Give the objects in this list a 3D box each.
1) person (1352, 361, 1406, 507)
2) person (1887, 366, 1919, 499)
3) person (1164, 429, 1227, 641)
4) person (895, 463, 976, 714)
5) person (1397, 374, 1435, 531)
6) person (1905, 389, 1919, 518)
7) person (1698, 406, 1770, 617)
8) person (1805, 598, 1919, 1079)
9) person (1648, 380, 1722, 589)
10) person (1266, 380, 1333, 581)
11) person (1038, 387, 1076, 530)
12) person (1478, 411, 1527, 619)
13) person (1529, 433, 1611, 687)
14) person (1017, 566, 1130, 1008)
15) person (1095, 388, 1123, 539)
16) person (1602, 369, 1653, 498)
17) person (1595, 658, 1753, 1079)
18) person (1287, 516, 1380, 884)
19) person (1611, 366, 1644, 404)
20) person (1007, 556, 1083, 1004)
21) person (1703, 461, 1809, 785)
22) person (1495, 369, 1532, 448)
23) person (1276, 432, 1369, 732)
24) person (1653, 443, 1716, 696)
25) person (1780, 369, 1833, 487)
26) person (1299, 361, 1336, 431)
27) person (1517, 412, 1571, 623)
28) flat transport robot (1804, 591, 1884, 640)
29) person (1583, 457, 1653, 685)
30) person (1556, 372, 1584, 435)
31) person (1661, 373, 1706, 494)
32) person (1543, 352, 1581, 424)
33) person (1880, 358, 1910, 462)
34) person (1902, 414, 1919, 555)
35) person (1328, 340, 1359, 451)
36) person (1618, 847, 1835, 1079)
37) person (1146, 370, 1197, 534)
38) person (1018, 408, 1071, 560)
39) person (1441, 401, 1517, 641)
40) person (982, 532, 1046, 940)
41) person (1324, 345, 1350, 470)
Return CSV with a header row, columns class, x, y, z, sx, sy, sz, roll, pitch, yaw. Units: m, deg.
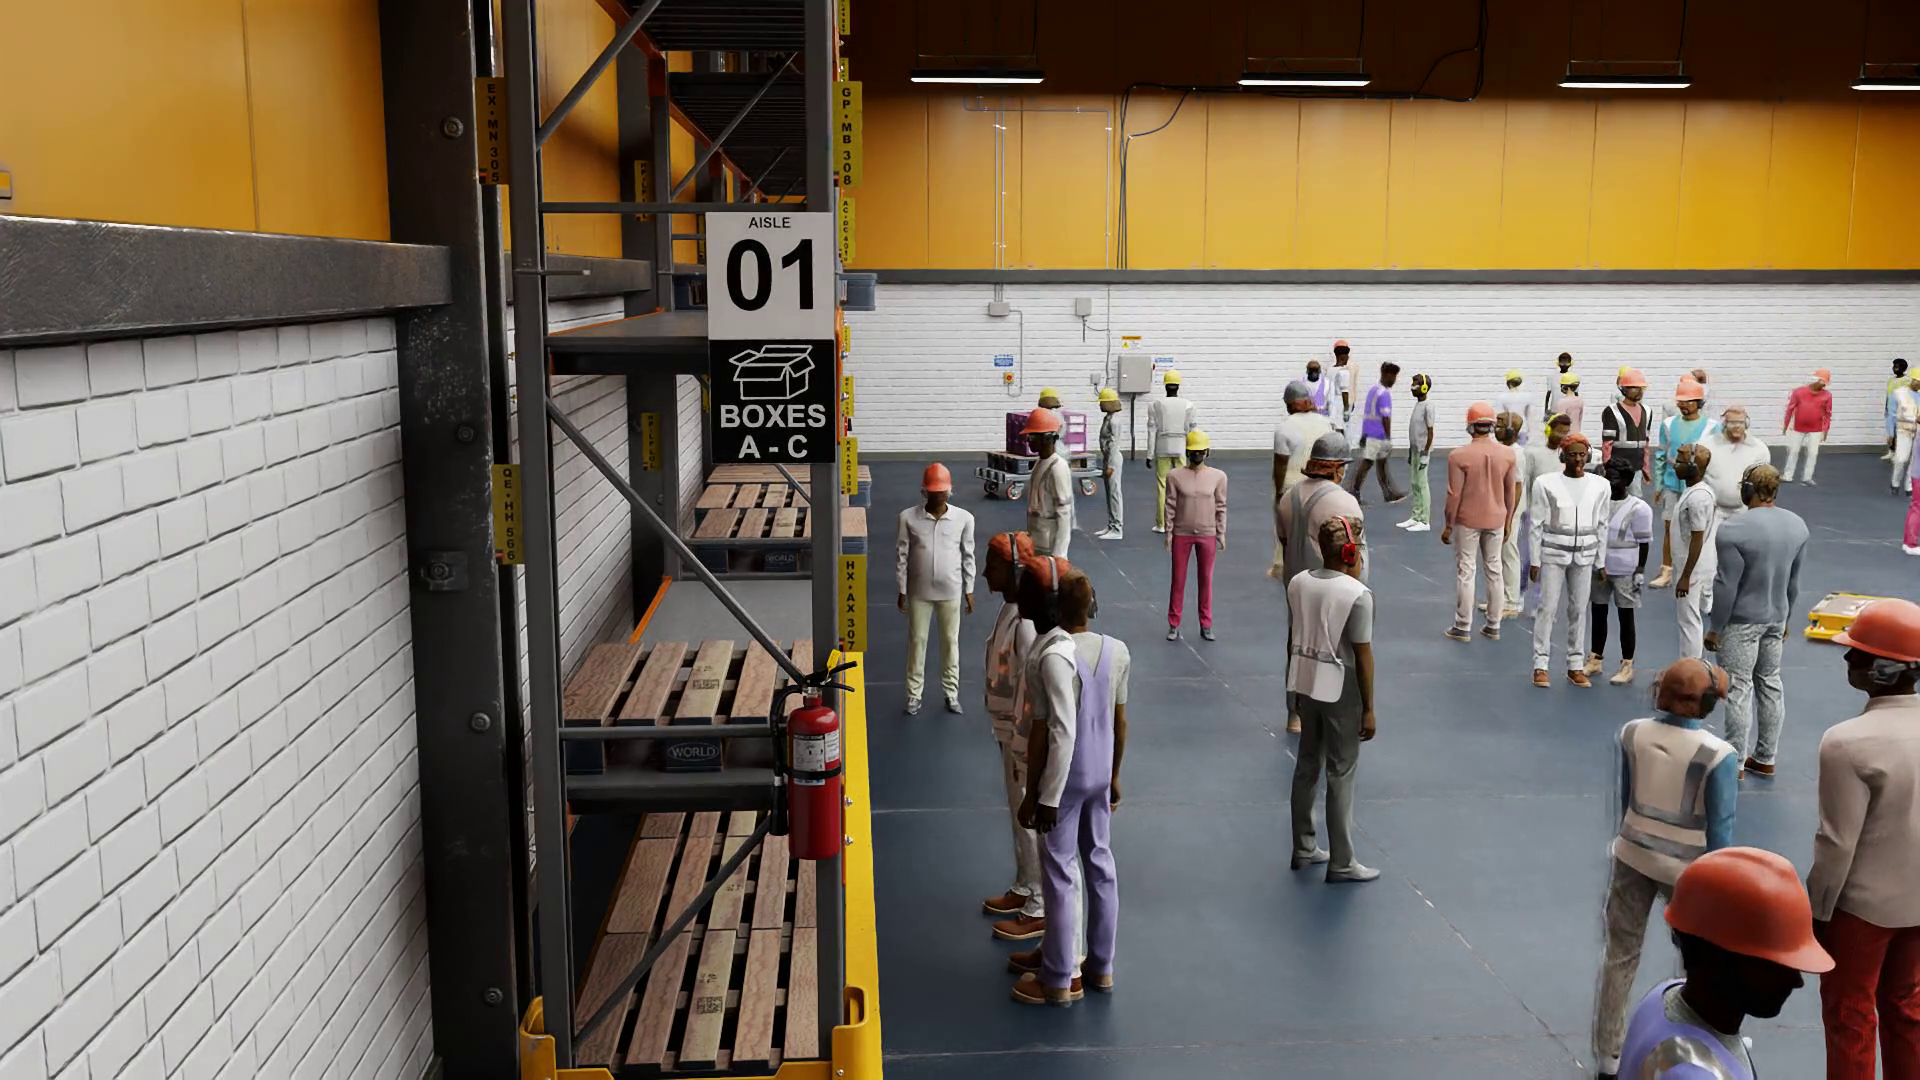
class,x,y,z,sx,sy,sz,roll,pitch,yaw
person,5.520,-1.394,21.920,0.702,1.946,0.702,0,9,-2
person,12.912,-1.451,22.534,0.582,1.805,0.446,2,9,15
person,1.951,-0.037,13.807,0.523,1.769,0.314,0,9,3
person,-0.170,0.337,11.505,0.563,1.749,0.334,-1,9,-3
person,5.449,-1.036,19.776,0.328,1.867,0.513,-1,9,-6
person,11.870,-1.093,20.437,0.315,1.769,0.523,4,10,23
person,6.832,-0.239,14.739,0.679,1.864,0.933,2,9,14
person,3.009,1.175,5.476,0.612,1.996,0.375,-4,10,-23
person,6.942,-0.511,15.914,0.397,2.043,0.609,-8,12,-43
person,3.367,-0.578,16.343,0.689,2.000,0.753,-4,10,-23
person,1.128,-0.971,19.887,0.688,1.684,0.508,5,10,29
person,4.825,-0.219,14.704,0.343,1.847,0.506,1,9,9
person,4.480,0.153,12.254,0.576,1.882,0.355,0,9,2
person,0.467,1.022,6.934,0.511,1.839,0.341,-6,11,-34
person,1.715,-0.881,19.202,0.317,1.738,0.483,-1,9,-4
person,7.061,-0.780,17.595,0.607,2.048,0.369,-3,10,-21
person,2.722,1.231,6.314,0.770,1.600,0.540,-6,11,-33
person,1.852,0.794,8.339,0.390,1.846,0.564,-5,11,-31
person,9.543,-1.626,23.892,0.486,1.737,0.315,-1,9,-6
person,0.375,0.994,6.968,0.354,1.882,0.576,0,9,2
person,4.722,0.494,9.935,0.631,1.940,0.372,-3,10,-21
person,7.610,-1.477,22.927,0.532,1.747,0.543,0,9,1
person,2.401,0.296,10.860,0.535,2.000,0.680,-5,10,-29
person,5.220,0.221,11.944,0.346,1.846,0.506,4,10,23
person,12.128,-1.617,23.929,0.710,1.703,0.385,4,10,25
person,5.157,-1.716,24.282,0.625,1.790,0.963,1,9,5
person,5.144,-0.205,14.613,0.535,1.848,0.422,-1,9,-6
flat transport robot,7.659,0.658,14.126,0.652,0.197,1.431,7,11,35
person,4.863,0.225,12.378,0.316,1.695,0.542,-6,11,-34
person,7.956,-1.313,21.823,0.526,1.768,0.314,-7,11,-38
person,9.493,-1.308,21.830,0.564,1.751,0.330,6,11,35
person,9.183,-1.936,25.404,0.512,1.873,0.328,3,10,19
person,15.294,-2.119,27.123,0.321,1.689,0.530,-2,9,-13
person,10.484,-0.652,18.085,0.268,1.630,0.507,4,10,23
person,6.224,-2.273,27.193,0.624,1.980,0.412,-5,10,-28
person,1.484,1.545,3.347,0.368,1.933,0.552,3,10,19
person,2.477,-1.033,19.565,0.594,1.923,0.371,-1,9,-7
person,0.632,0.023,12.565,0.389,2.041,0.614,-2,9,-12
person,4.299,-0.151,13.806,0.611,1.996,0.378,-2,9,-9
person,0.277,0.888,7.675,0.355,1.876,0.573,-1,9,-7
person,5.900,-2.071,25.998,0.385,1.957,0.603,-3,10,-20
